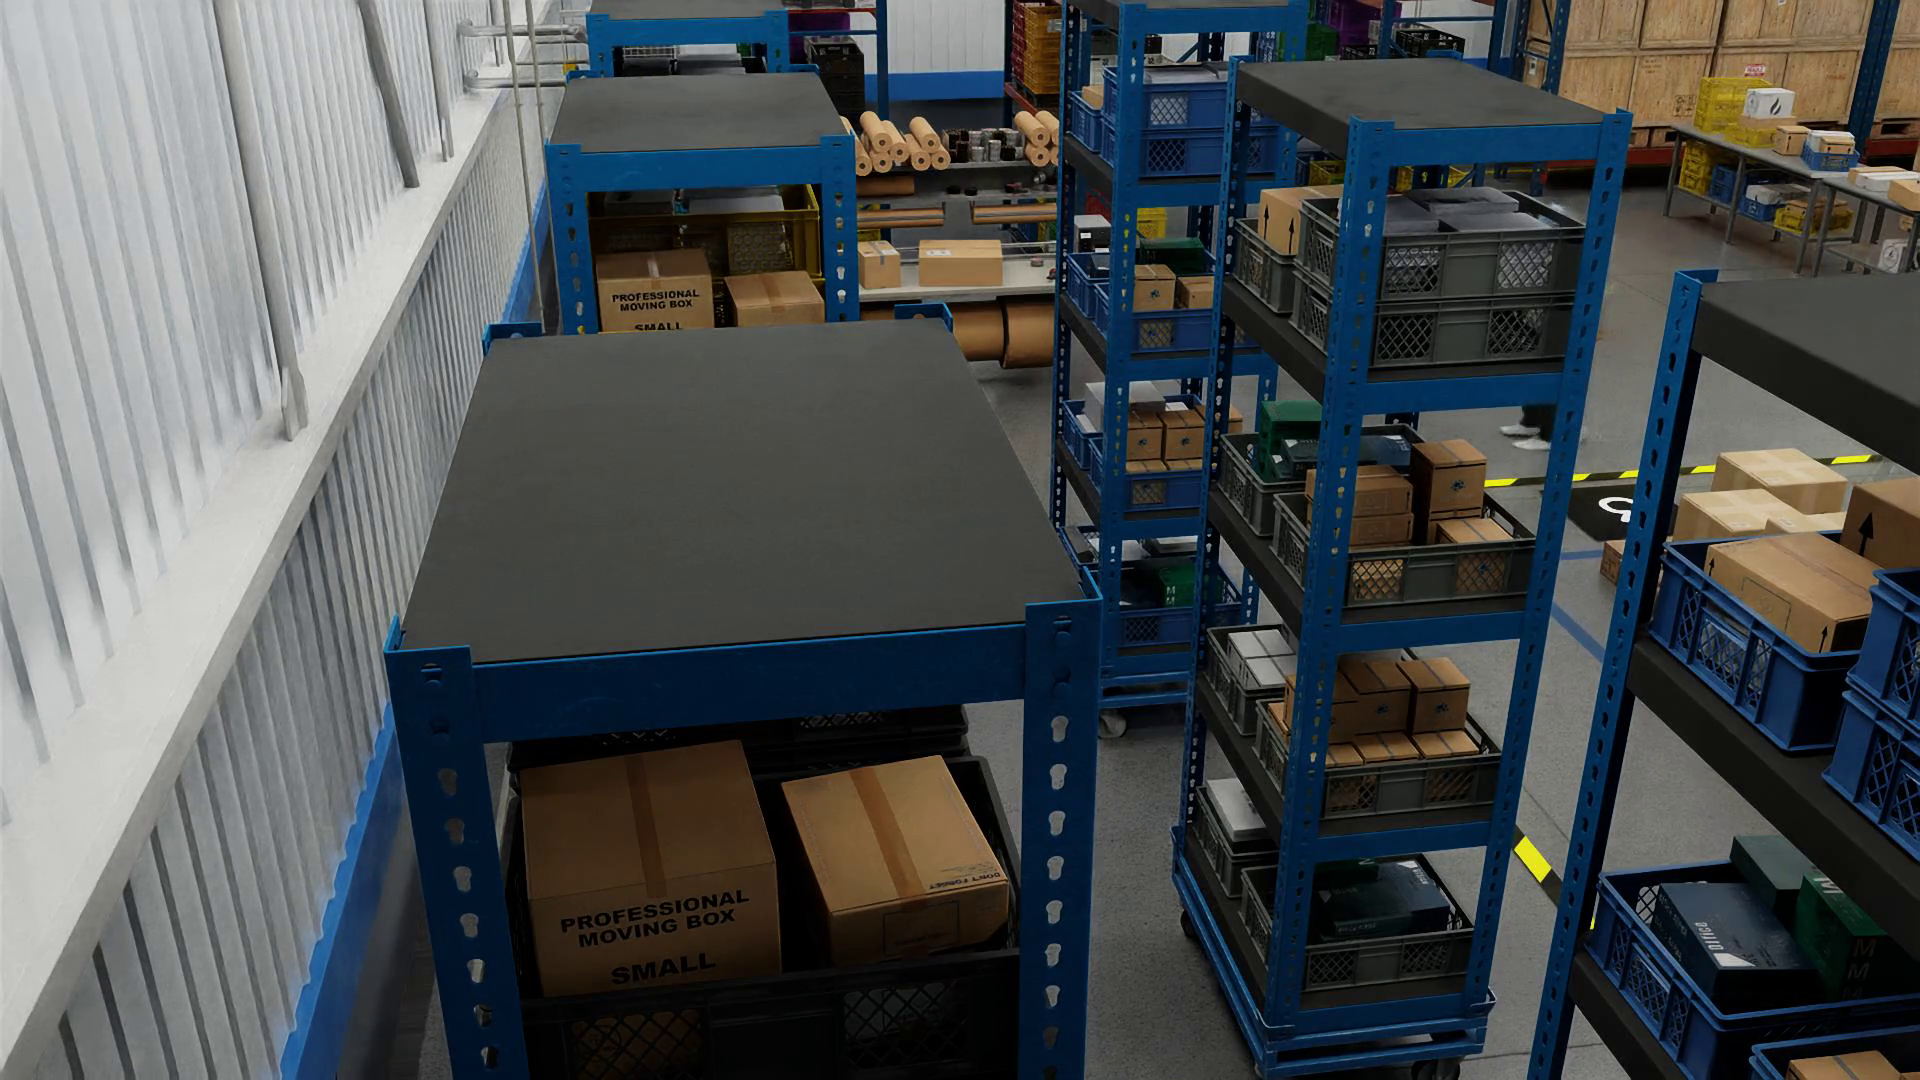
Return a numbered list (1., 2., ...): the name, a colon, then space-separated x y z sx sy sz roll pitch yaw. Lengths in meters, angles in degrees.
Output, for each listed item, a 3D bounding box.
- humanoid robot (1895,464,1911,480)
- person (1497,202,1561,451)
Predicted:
1. humanoid robot: 6.443 -1.126 10.842 0.737 1.686 0.534 -12 27 -25
2. person: 4.059 -1.477 11.655 0.519 1.819 0.624 11 27 23
